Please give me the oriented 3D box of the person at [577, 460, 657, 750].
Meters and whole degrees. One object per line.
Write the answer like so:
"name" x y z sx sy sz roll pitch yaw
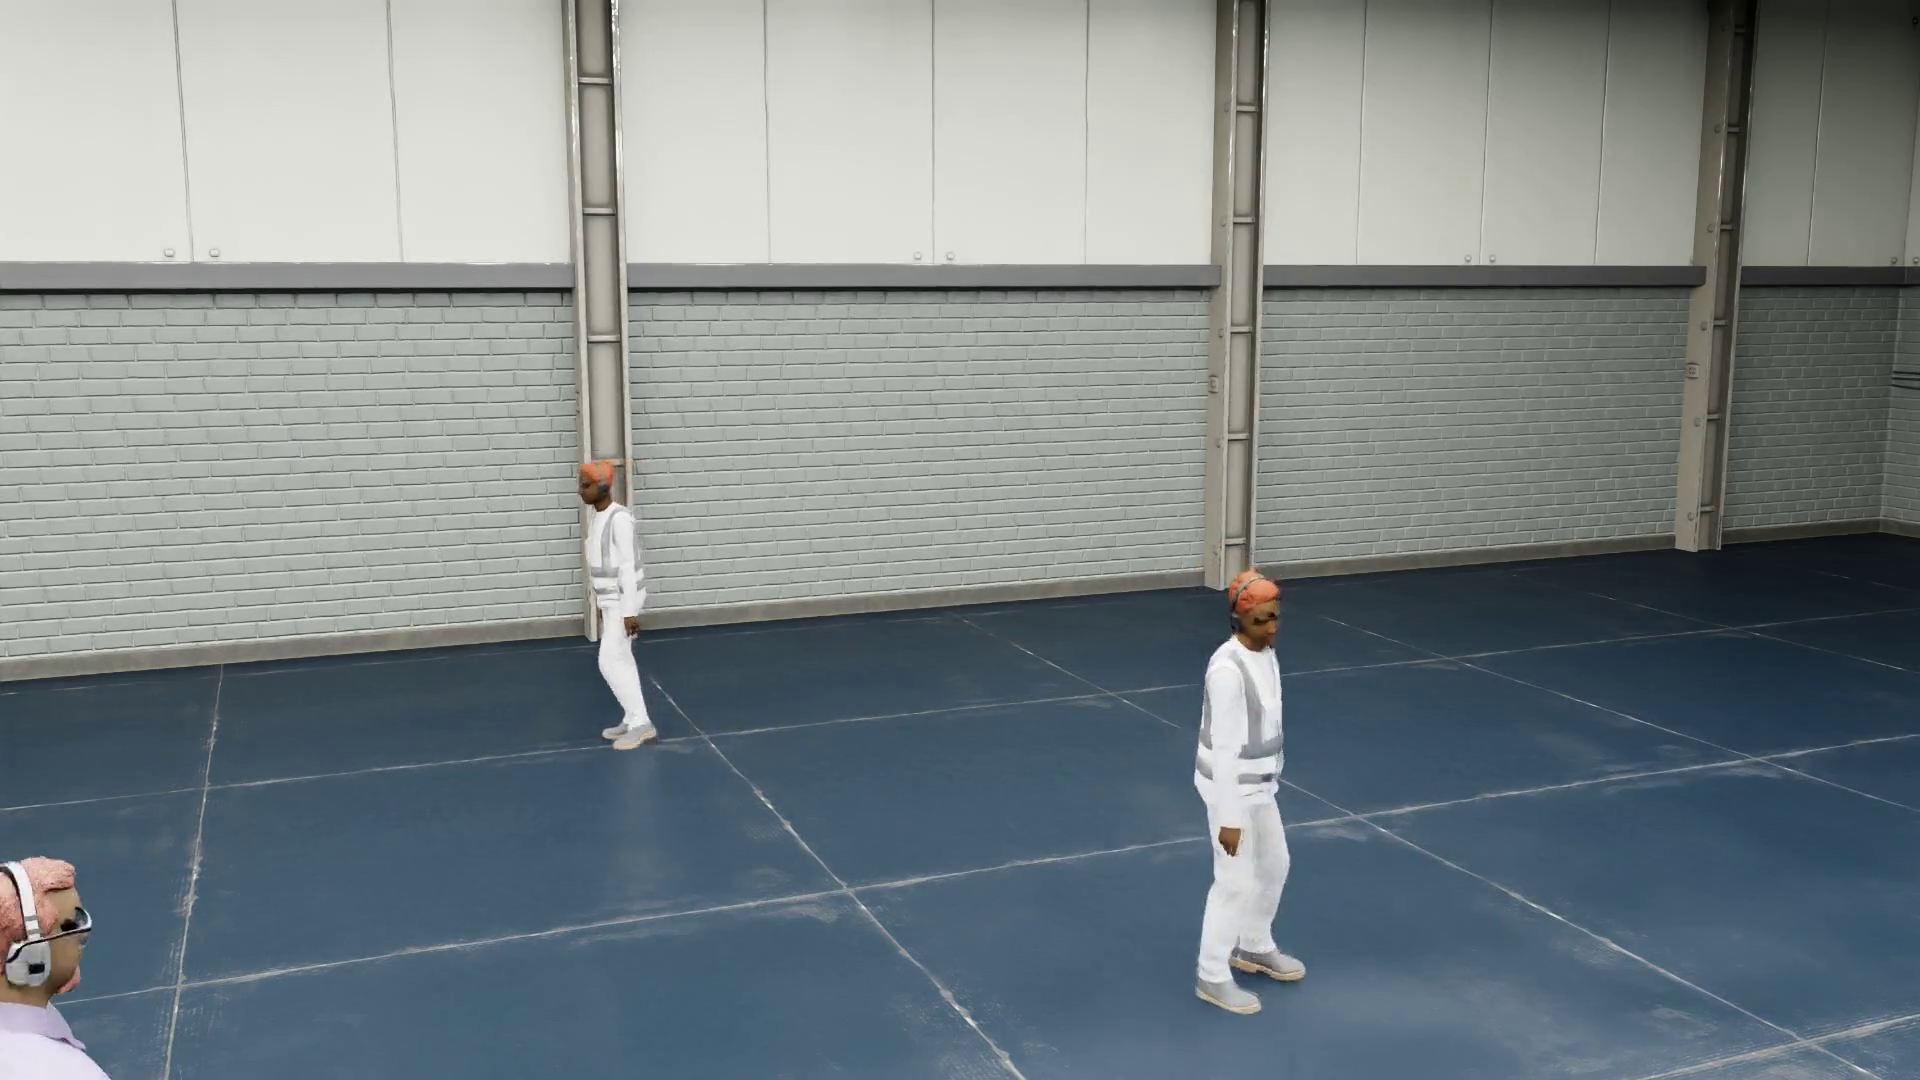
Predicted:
"person" -2.225 0.410 10.739 0.444 1.861 0.598 -5 10 -29

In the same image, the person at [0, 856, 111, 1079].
"person" -1.815 1.554 3.474 0.675 1.875 0.781 6 11 35

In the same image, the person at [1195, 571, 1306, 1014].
"person" 1.163 1.030 6.802 0.404 1.865 0.671 5 10 27
